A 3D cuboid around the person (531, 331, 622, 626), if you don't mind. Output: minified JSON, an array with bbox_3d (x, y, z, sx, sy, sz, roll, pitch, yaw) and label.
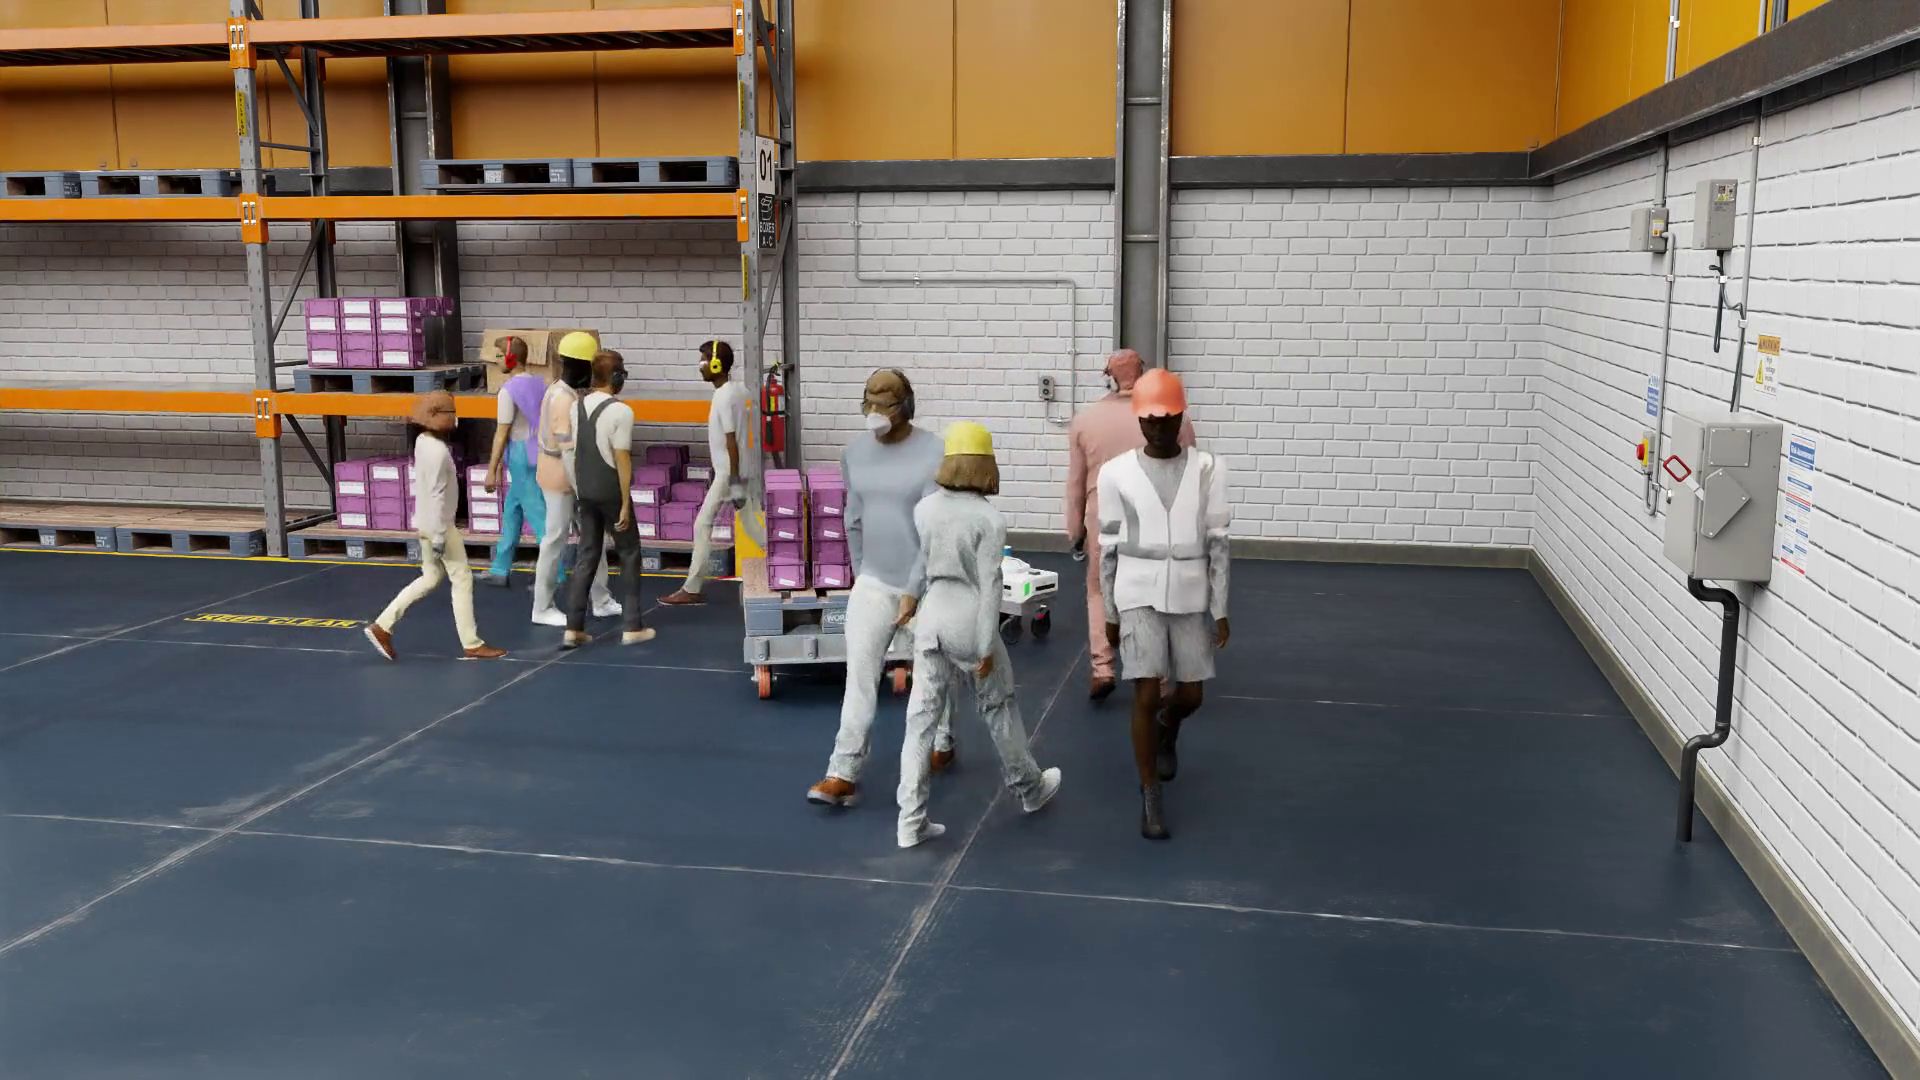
[{"bbox_3d":[-2.393,-0.377,10.601,0.815,1.890,0.623,-1,10,-9],"label":"person"}]

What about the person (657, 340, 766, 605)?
[{"bbox_3d":[-1.527,-0.443,11.267,0.991,1.823,0.492,1,9,5],"label":"person"}]

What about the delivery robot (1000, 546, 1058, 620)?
[{"bbox_3d":[0.272,0.278,10.415,0.707,0.478,0.477,9,13,43],"label":"delivery robot"}]

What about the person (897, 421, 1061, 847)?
[{"bbox_3d":[0.051,0.364,6.797,0.483,1.684,0.898,7,12,37],"label":"person"}]

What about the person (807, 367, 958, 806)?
[{"bbox_3d":[-0.283,0.197,7.213,0.617,1.882,1.001,5,11,27],"label":"person"}]

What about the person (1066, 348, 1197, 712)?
[{"bbox_3d":[0.963,-0.045,8.662,0.817,1.891,0.398,3,10,19],"label":"person"}]

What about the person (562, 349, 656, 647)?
[{"bbox_3d":[-2.193,-0.240,10.083,0.524,1.816,0.643,6,11,30],"label":"person"}]

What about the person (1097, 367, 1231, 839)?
[{"bbox_3d":[0.834,0.229,6.920,0.551,1.912,0.707,0,9,-2],"label":"person"}]

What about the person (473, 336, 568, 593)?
[{"bbox_3d":[-3.179,-0.524,11.730,0.878,1.806,0.594,2,10,9],"label":"person"}]

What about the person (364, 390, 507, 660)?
[{"bbox_3d":[-3.080,-0.071,9.649,0.726,1.607,0.511,-5,11,-27],"label":"person"}]
